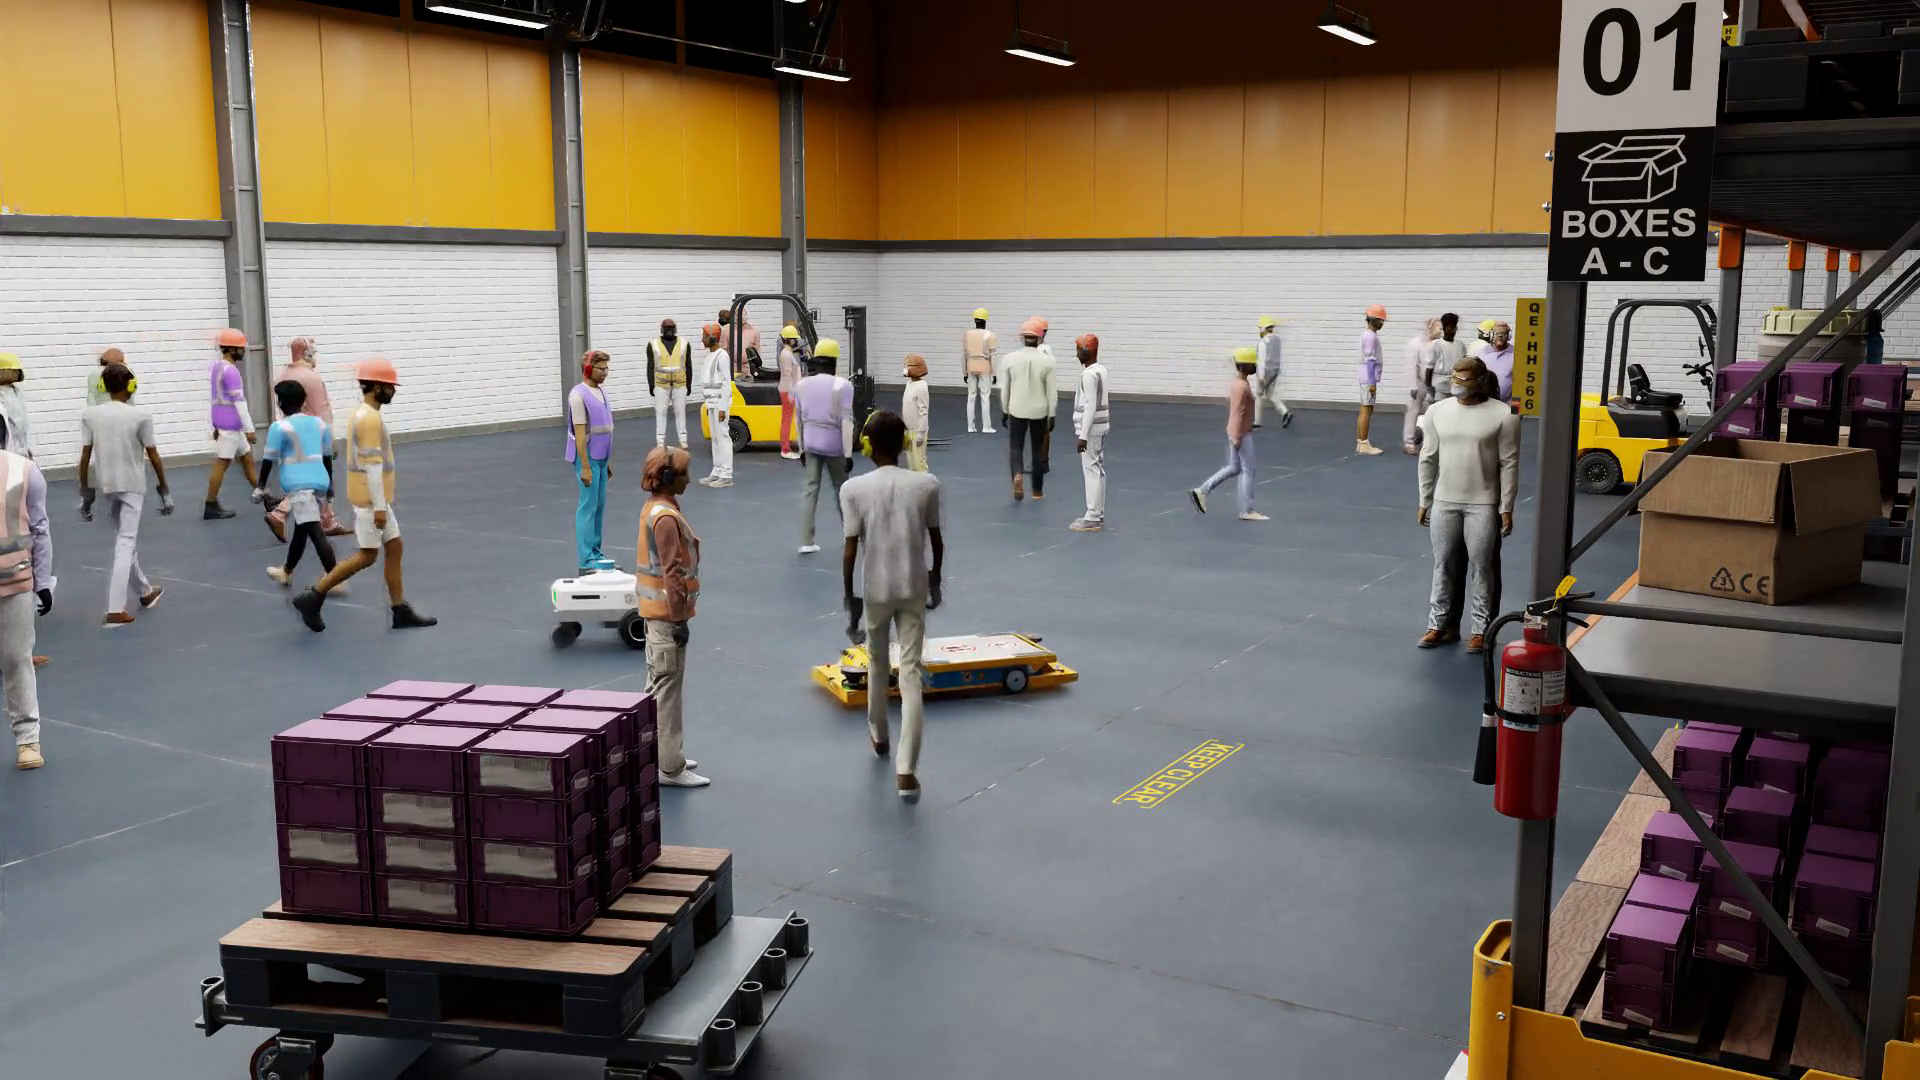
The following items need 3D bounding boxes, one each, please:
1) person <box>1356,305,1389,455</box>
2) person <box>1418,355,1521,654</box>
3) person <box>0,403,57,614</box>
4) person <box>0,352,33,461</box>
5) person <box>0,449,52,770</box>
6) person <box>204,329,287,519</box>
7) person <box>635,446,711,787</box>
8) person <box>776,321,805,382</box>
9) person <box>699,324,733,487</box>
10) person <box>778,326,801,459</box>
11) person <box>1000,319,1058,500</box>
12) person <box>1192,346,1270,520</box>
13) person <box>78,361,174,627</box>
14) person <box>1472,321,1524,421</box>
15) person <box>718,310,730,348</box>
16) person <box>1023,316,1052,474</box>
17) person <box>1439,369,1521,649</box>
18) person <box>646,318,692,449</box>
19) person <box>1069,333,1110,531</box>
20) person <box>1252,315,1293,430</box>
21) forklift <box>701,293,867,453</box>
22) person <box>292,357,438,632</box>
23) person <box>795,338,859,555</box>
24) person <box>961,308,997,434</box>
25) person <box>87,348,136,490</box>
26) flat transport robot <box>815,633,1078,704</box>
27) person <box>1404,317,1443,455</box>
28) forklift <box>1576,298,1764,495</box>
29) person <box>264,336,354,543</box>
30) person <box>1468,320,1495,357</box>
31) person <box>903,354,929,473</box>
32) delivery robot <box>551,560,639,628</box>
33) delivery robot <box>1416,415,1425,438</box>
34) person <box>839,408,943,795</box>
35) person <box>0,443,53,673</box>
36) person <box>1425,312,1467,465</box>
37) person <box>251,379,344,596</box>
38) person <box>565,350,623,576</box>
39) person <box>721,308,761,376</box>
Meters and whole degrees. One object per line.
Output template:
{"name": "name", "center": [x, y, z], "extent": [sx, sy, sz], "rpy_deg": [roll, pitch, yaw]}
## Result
{"name": "person", "center": [5.594, -2.169, 22.579], "extent": [0.390, 2.035, 0.605], "rpy_deg": [1, 9, 8]}
{"name": "person", "center": [3.283, -0.233, 10.795], "extent": [0.635, 1.935, 0.349], "rpy_deg": [6, 11, 32]}
{"name": "person", "center": [-6.745, -0.341, 11.588], "extent": [0.606, 1.899, 0.553], "rpy_deg": [8, 12, 41]}
{"name": "person", "center": [-8.613, -0.833, 15.146], "extent": [0.294, 1.744, 0.487], "rpy_deg": [0, 9, -3]}
{"name": "person", "center": [-4.803, 0.237, 8.162], "extent": [0.633, 1.841, 0.429], "rpy_deg": [-4, 10, -25]}
{"name": "person", "center": [-7.208, -1.166, 16.740], "extent": [0.951, 1.890, 0.575], "rpy_deg": [-6, 11, -34]}
{"name": "person", "center": [-1.401, 0.365, 8.000], "extent": [0.307, 1.637, 0.512], "rpy_deg": [-3, 10, -19]}
{"name": "person", "center": [-2.961, -3.018, 29.125], "extent": [0.502, 1.632, 0.277], "rpy_deg": [0, 9, 1]}
{"name": "person", "center": [-2.803, -1.543, 19.162], "extent": [0.360, 1.877, 0.575], "rpy_deg": [-4, 10, -25]}
{"name": "person", "center": [-2.256, -1.956, 22.089], "extent": [0.312, 1.768, 0.530], "rpy_deg": [-1, 9, -7]}
{"name": "person", "center": [0.738, -1.377, 17.841], "extent": [0.629, 1.970, 0.782], "rpy_deg": [1, 9, 6]}
{"name": "person", "center": [2.714, -1.060, 16.552], "extent": [0.701, 1.751, 0.521], "rpy_deg": [0, 9, 3]}
{"name": "person", "center": [-5.874, -0.348, 11.821], "extent": [0.550, 1.829, 0.930], "rpy_deg": [1, 9, 4]}
{"name": "person", "center": [6.142, -1.542, 19.050], "extent": [0.641, 1.913, 0.407], "rpy_deg": [3, 10, 20]}
{"name": "person", "center": [-4.000, -3.011, 28.436], "extent": [0.429, 1.844, 0.624], "rpy_deg": [2, 9, 14]}
{"name": "person", "center": [0.950, -1.778, 20.440], "extent": [0.362, 1.938, 0.545], "rpy_deg": [2, 9, 14]}
{"name": "person", "center": [3.392, -0.203, 10.919], "extent": [0.505, 1.840, 0.346], "rpy_deg": [6, 11, 34]}
{"name": "person", "center": [-4.051, -2.169, 23.223], "extent": [0.633, 1.836, 0.430], "rpy_deg": [-3, 9, -16]}
{"name": "person", "center": [1.245, -1.028, 15.918], "extent": [0.355, 1.886, 0.574], "rpy_deg": [3, 9, 16]}
{"name": "person", "center": [4.845, -2.604, 26.007], "extent": [0.685, 1.806, 0.620], "rpy_deg": [8, 12, 41]}
{"name": "forklift", "center": [-2.458, -2.344, 23.176], "extent": [2.313, 2.155, 1.214], "rpy_deg": [0, 9, -2]}
{"name": "person", "center": [-4.092, -0.293, 11.320], "extent": [0.858, 1.904, 0.568], "rpy_deg": [-3, 10, -20]}
{"name": "person", "center": [-1.161, -0.840, 14.765], "extent": [0.608, 1.880, 0.906], "rpy_deg": [4, 10, 22]}
{"name": "person", "center": [0.305, -2.595, 25.570], "extent": [0.589, 1.927, 0.368], "rpy_deg": [4, 10, 24]}
{"name": "person", "center": [-9.635, -1.368, 18.918], "extent": [0.340, 1.606, 0.574], "rpy_deg": [7, 12, 38]}
{"name": "flat transport robot", "center": [-0.084, 0.745, 9.876], "extent": [1.431, 0.197, 0.652], "rpy_deg": [-3, 10, -21]}
{"name": "person", "center": [6.299, -2.043, 22.312], "extent": [0.667, 1.862, 0.892], "rpy_deg": [-3, 10, -18]}
{"name": "forklift", "center": [7.954, -1.589, 18.462], "extent": [2.313, 2.155, 1.214], "rpy_deg": [5, 11, 30]}
{"name": "person", "center": [-6.023, -0.924, 15.268], "extent": [0.827, 1.882, 0.641], "rpy_deg": [-8, 12, -42]}
{"name": "person", "center": [7.227, -2.128, 22.983], "extent": [0.403, 1.822, 0.586], "rpy_deg": [-1, 9, -6]}
{"name": "person", "center": [-0.471, -1.102, 17.155], "extent": [0.282, 1.636, 0.500], "rpy_deg": [-4, 10, -22]}
{"name": "delivery robot", "center": [-2.331, 0.374, 11.018], "extent": [0.707, 0.478, 0.477], "rpy_deg": [-1, 9, -4]}
{"name": "delivery robot", "center": [6.795, -1.647, 23.632], "extent": [0.477, 0.478, 0.707], "rpy_deg": [-3, 10, -19]}
{"name": "person", "center": [-0.325, 0.273, 8.064], "extent": [0.514, 1.806, 1.020], "rpy_deg": [-1, 9, -5]}
{"name": "person", "center": [-5.979, -0.098, 10.014], "extent": [0.717, 1.925, 0.638], "rpy_deg": [-7, 11, -36]}
{"name": "person", "center": [6.259, -1.931, 21.367], "extent": [0.668, 1.961, 0.361], "rpy_deg": [-3, 10, -20]}
{"name": "person", "center": [-5.071, -0.399, 12.701], "extent": [0.884, 1.633, 0.553], "rpy_deg": [4, 10, 21]}
{"name": "person", "center": [-2.997, -0.624, 13.537], "extent": [0.390, 1.841, 0.566], "rpy_deg": [1, 9, 5]}
{"name": "person", "center": [-3.558, -2.824, 27.069], "extent": [0.654, 1.905, 0.408], "rpy_deg": [-2, 9, -10]}
